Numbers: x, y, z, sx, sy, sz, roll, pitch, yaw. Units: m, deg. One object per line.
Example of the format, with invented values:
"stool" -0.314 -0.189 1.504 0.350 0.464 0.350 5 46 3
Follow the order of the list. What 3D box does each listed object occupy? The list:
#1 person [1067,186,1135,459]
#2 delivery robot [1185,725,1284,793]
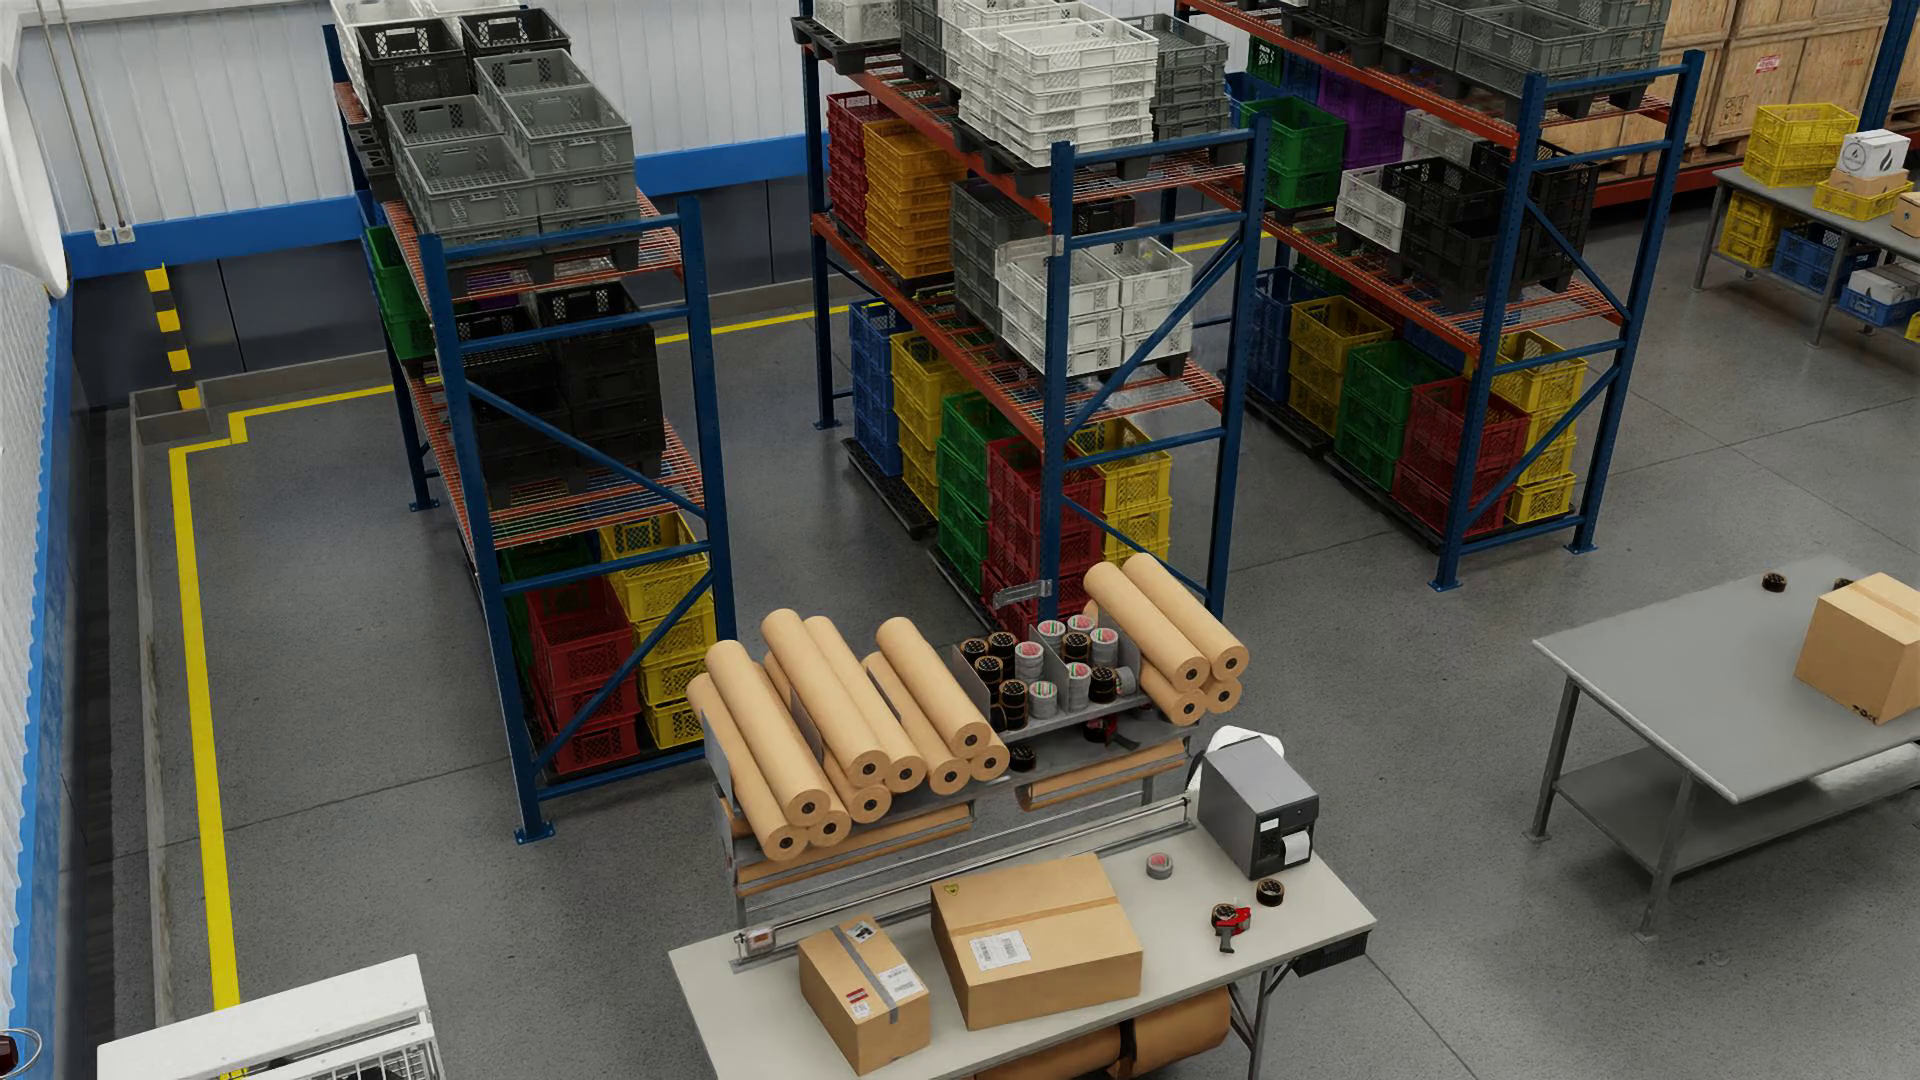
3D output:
"person" 0.833 -1.356 10.654 0.886 1.858 0.587 23 38 32
"delivery robot" 1.252 1.162 7.702 0.477 0.478 0.707 13 34 21
